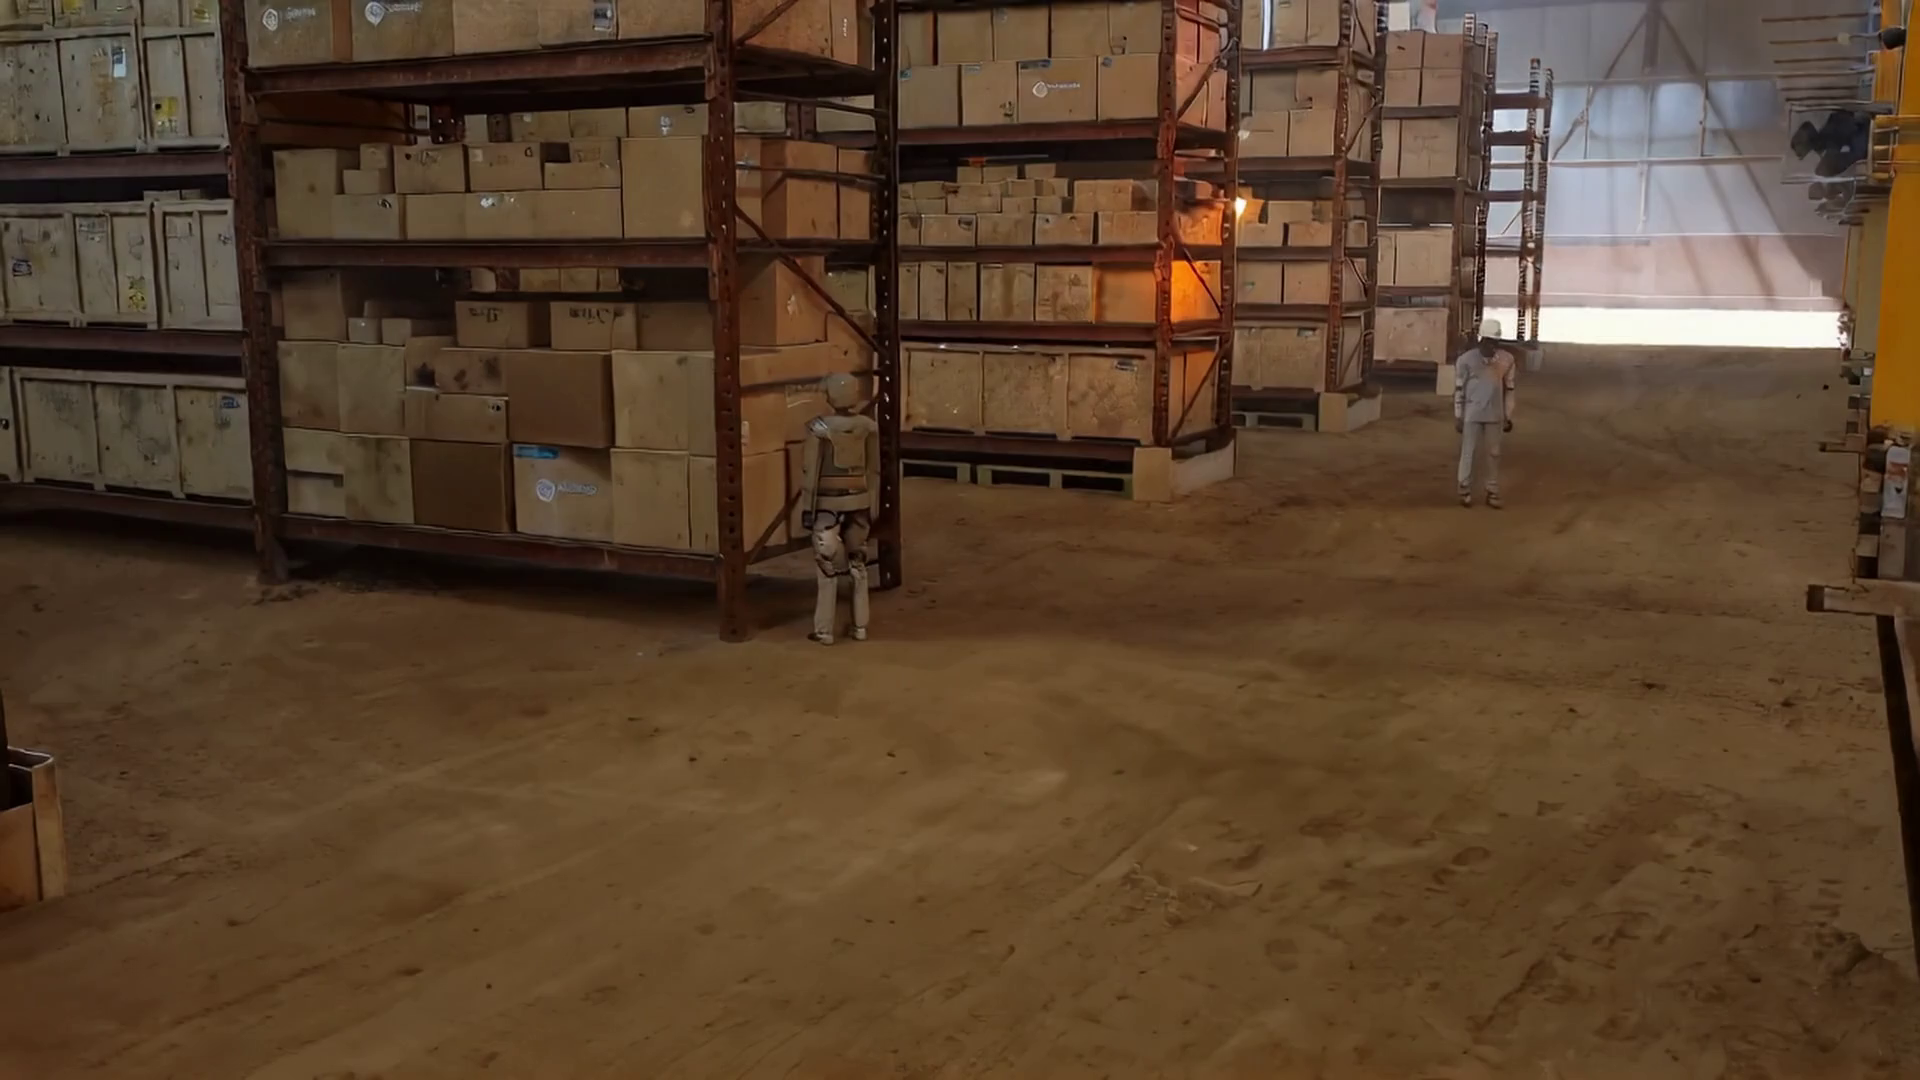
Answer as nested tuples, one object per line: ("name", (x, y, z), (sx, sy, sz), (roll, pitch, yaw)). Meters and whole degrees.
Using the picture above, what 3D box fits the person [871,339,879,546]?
("person", (-0.851, -0.818, 13.289), (0.532, 1.746, 0.741), (-8, 13, -40))

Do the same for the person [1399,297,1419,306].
("person", (10.520, -5.208, 38.779), (0.496, 1.690, 0.895), (-4, 11, -23))

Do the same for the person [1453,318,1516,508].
("person", (4.802, -1.156, 15.222), (0.566, 1.744, 0.349), (0, 10, -2))

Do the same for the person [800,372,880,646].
("person", (-0.704, -0.182, 9.918), (0.524, 1.631, 0.318), (-6, 12, -32))
